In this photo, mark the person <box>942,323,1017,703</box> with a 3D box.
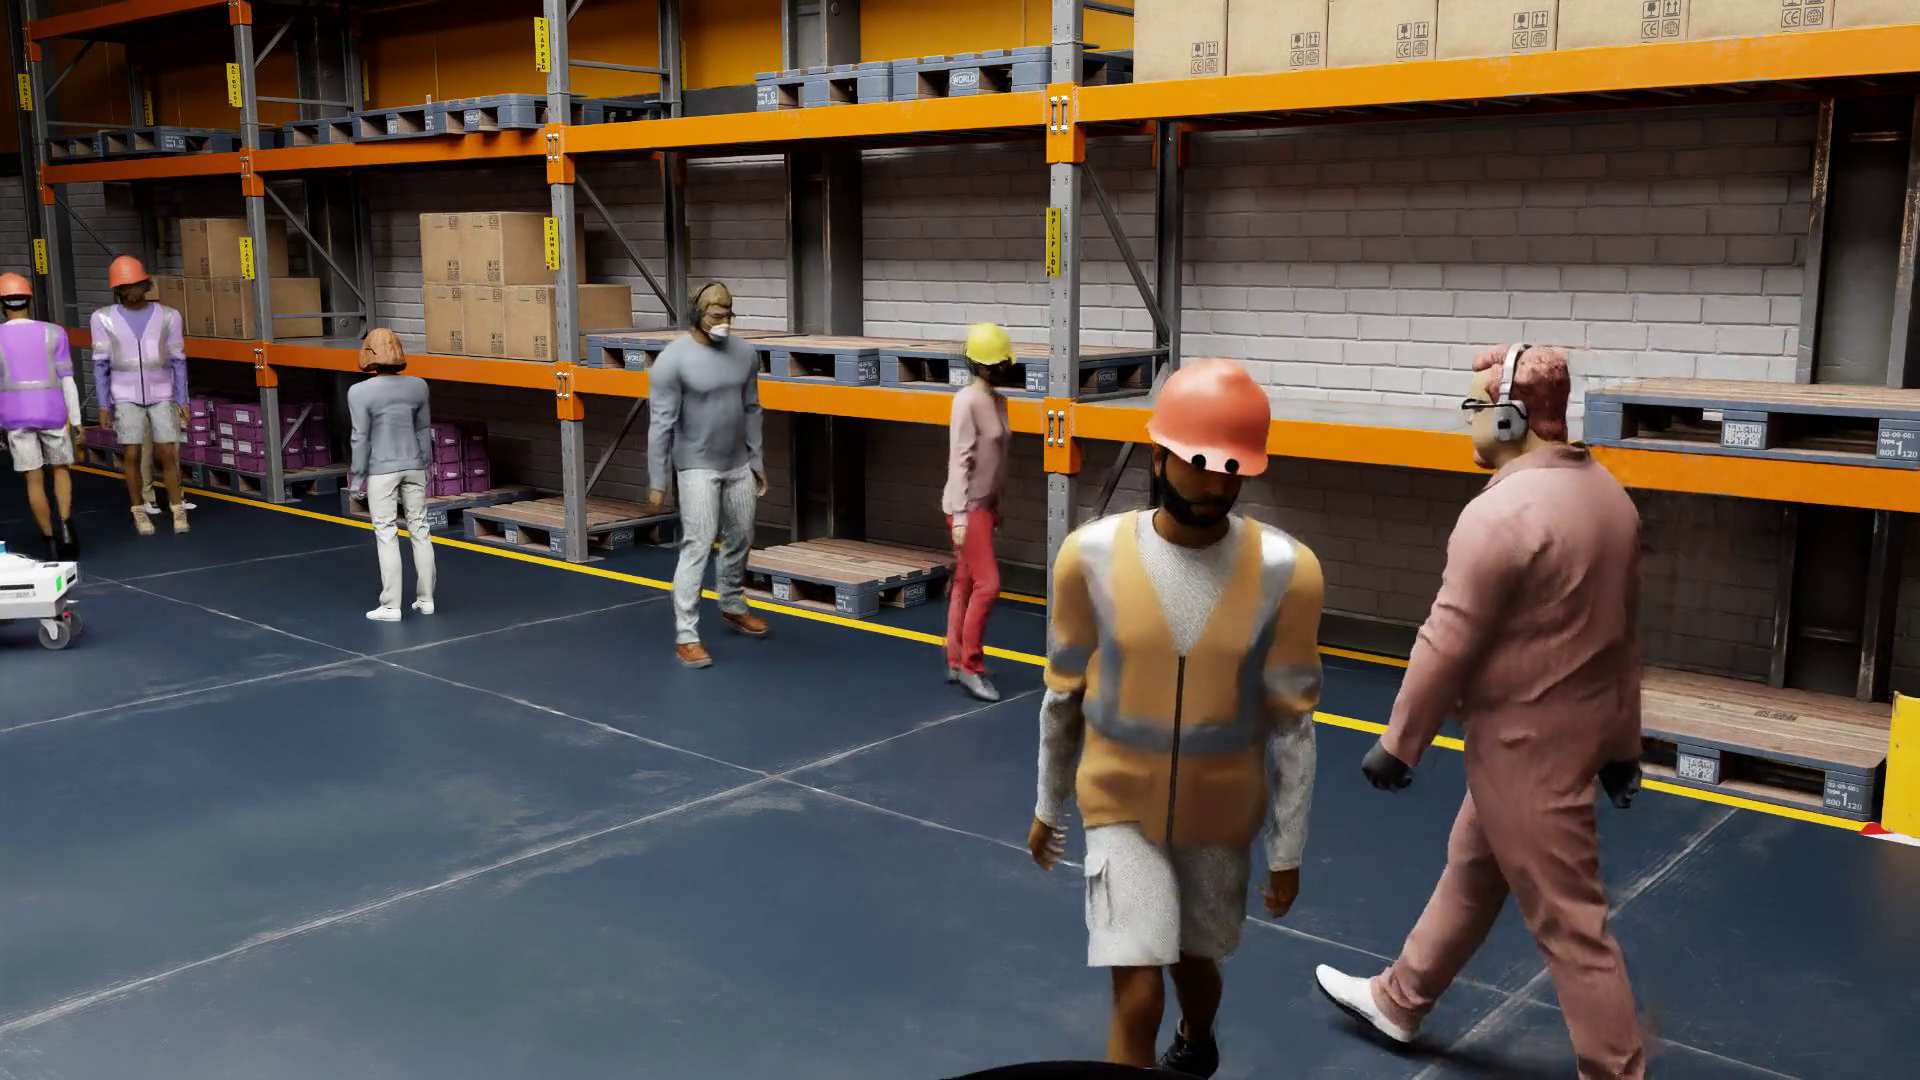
[{"bbox_3d":[0.087,-0.128,7.659,0.441,1.733,0.627,4,11,20],"label":"person"}]

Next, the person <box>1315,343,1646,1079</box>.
[{"bbox_3d":[1.264,0.470,3.930,0.971,1.849,0.636,8,13,39],"label":"person"}]

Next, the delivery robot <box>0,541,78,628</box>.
[{"bbox_3d":[-4.989,0.248,8.628,0.707,0.478,0.477,-3,10,-14],"label":"delivery robot"}]

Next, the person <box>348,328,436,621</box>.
[{"bbox_3d":[-3.173,-0.359,9.298,0.281,1.627,0.498,8,13,39],"label":"person"}]

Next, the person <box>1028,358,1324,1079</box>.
[{"bbox_3d":[0.444,0.536,3.528,0.587,1.882,0.929,1,10,5],"label":"person"}]

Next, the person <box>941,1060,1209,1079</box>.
[{"bbox_3d":[-0.004,0.947,0.990,0.549,1.933,0.373,-2,10,-14],"label":"person"}]

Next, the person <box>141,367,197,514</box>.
[{"bbox_3d":[-6.290,-1.021,13.078,0.277,1.628,0.501,6,12,32],"label":"person"}]

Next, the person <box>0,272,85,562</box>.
[{"bbox_3d":[-6.128,-0.799,10.994,0.576,1.909,0.472,-6,12,-32],"label":"person"}]

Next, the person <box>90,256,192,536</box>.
[{"bbox_3d":[-5.896,-1.018,12.018,0.614,2.021,0.451,-5,11,-27],"label":"person"}]

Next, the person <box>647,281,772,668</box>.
[{"bbox_3d":[-1.268,-0.352,8.481,0.565,1.910,0.841,9,13,40],"label":"person"}]
